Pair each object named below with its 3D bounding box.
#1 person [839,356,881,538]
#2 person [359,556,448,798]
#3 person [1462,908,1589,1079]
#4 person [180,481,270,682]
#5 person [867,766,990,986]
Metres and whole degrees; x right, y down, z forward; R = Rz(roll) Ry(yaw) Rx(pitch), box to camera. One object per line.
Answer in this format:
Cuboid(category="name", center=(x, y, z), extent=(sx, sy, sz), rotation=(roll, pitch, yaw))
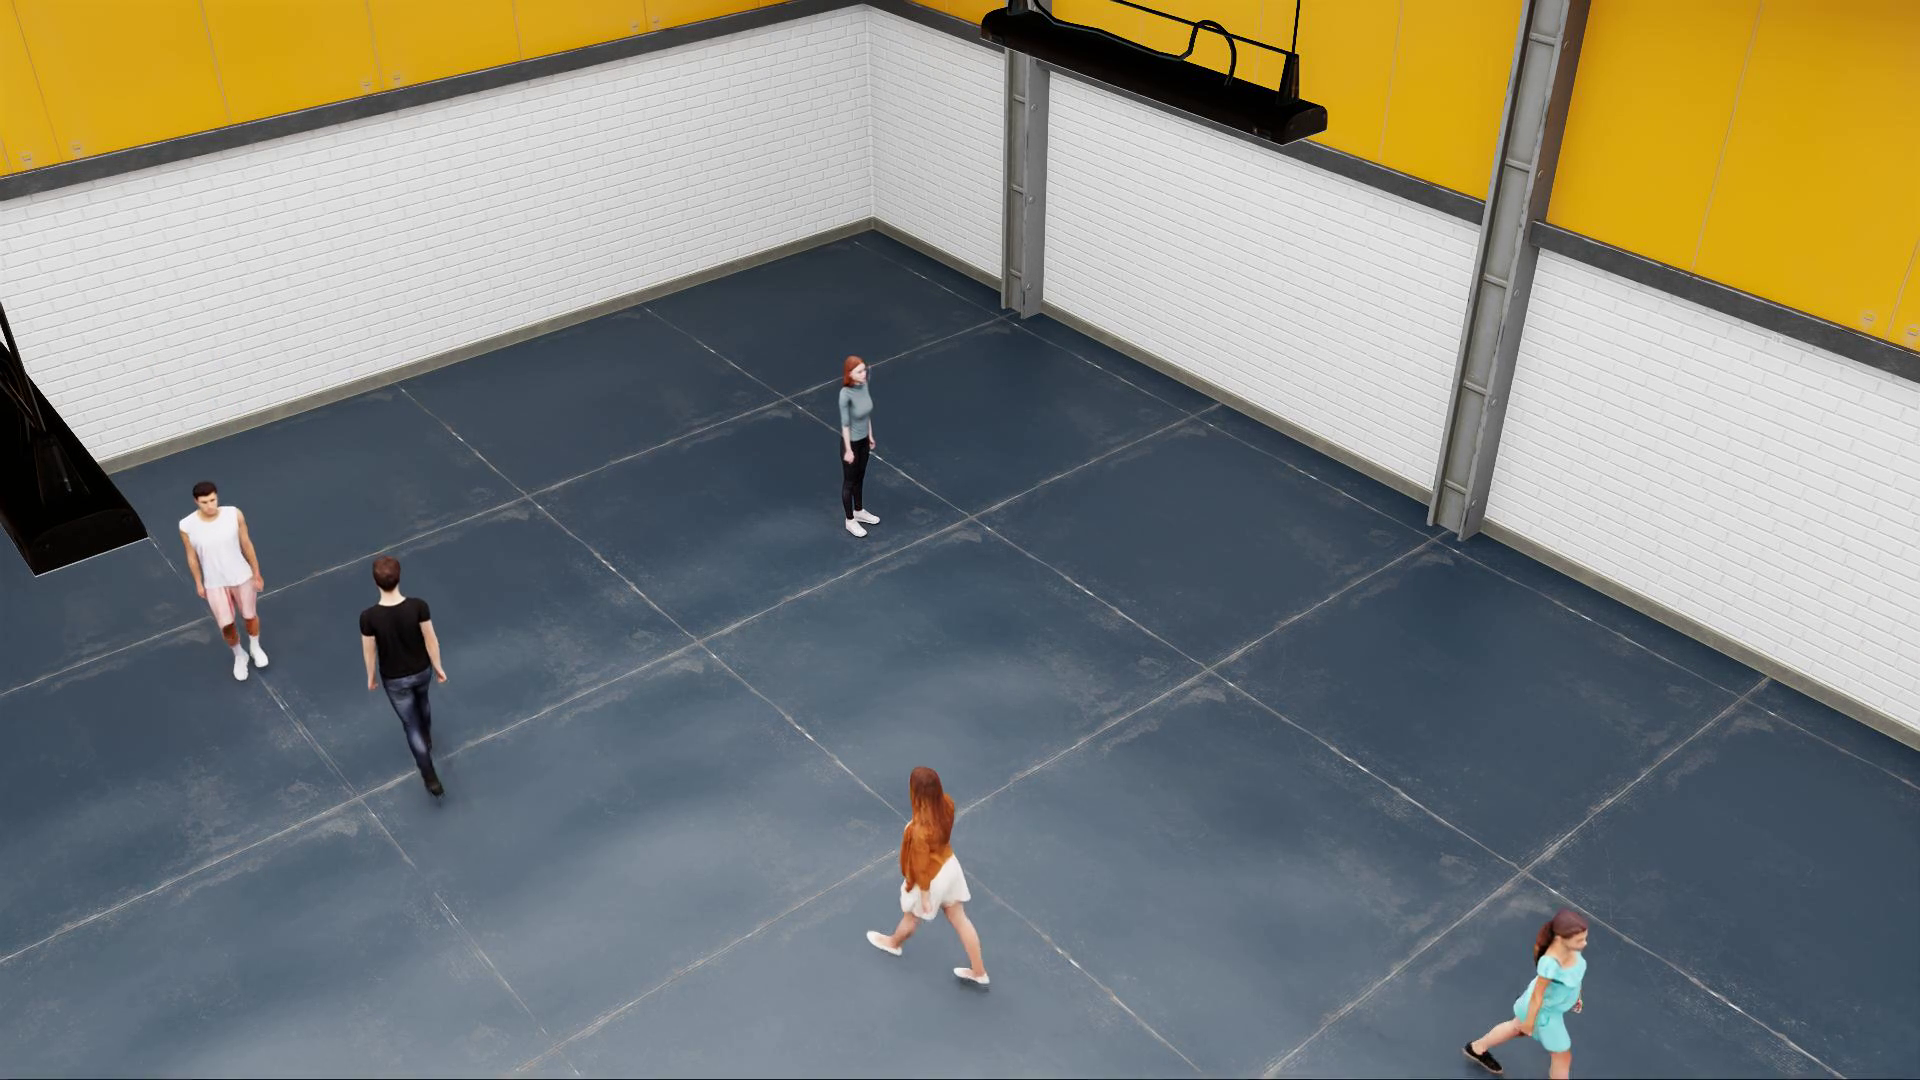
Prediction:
Cuboid(category="person", center=(-0.933, -0.865, 14.928), extent=(0.648, 1.743, 0.645), rotation=(18, 38, 25))
Cuboid(category="person", center=(-3.979, 1.013, 11.998), extent=(0.843, 1.858, 1.246), rotation=(-17, 37, -24))
Cuboid(category="person", center=(3.370, 2.699, 9.765), extent=(1.112, 1.523, 0.766), rotation=(20, 39, 28))
Cuboid(category="person", center=(-5.829, 0.248, 13.227), extent=(0.709, 1.772, 0.722), rotation=(-17, 37, -23))
Cuboid(category="person", center=(-0.083, 2.153, 10.449), extent=(1.199, 1.674, 0.867), rotation=(19, 38, 26))
